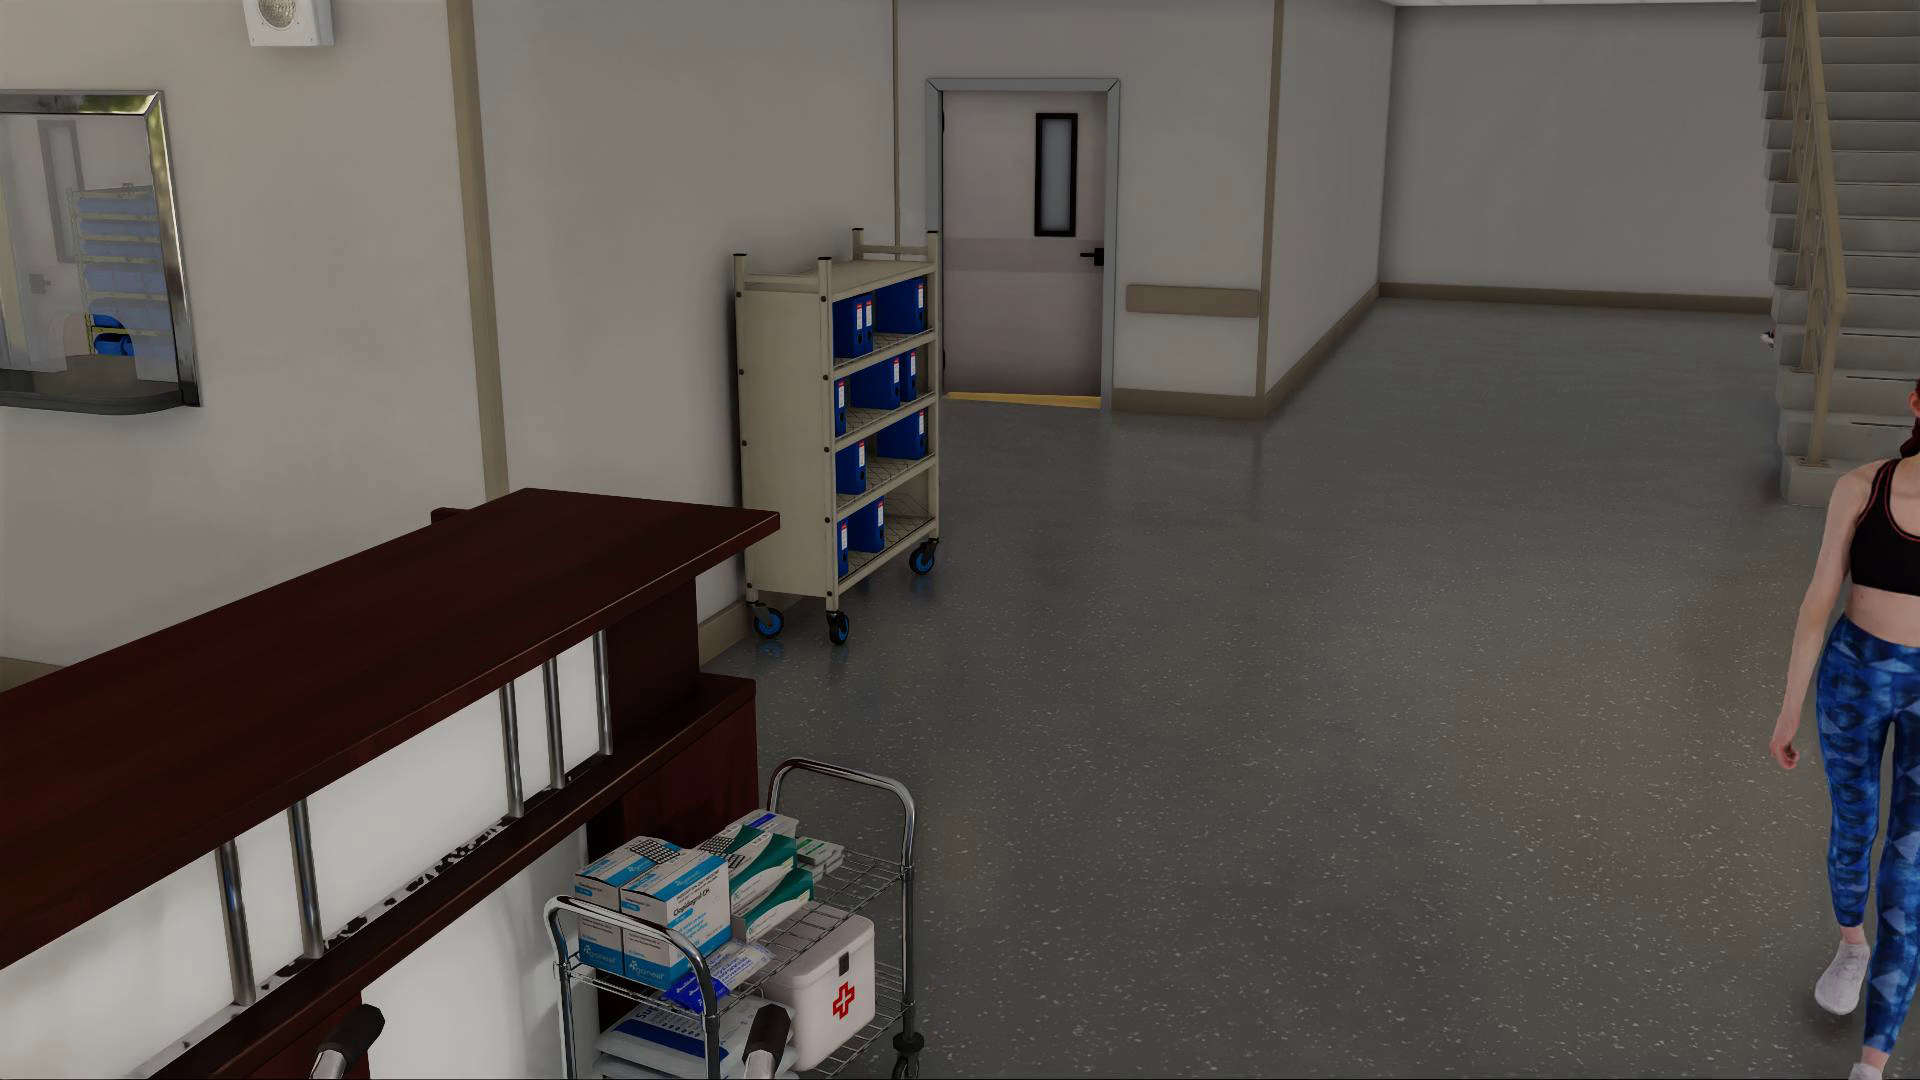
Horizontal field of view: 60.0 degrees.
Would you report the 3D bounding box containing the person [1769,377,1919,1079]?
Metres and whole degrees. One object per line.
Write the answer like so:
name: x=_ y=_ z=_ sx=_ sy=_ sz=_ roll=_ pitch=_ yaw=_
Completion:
person: x=2.189 y=0.431 z=3.923 sx=0.807 sy=1.726 sz=1.271 roll=11 pitch=19 yaw=34
